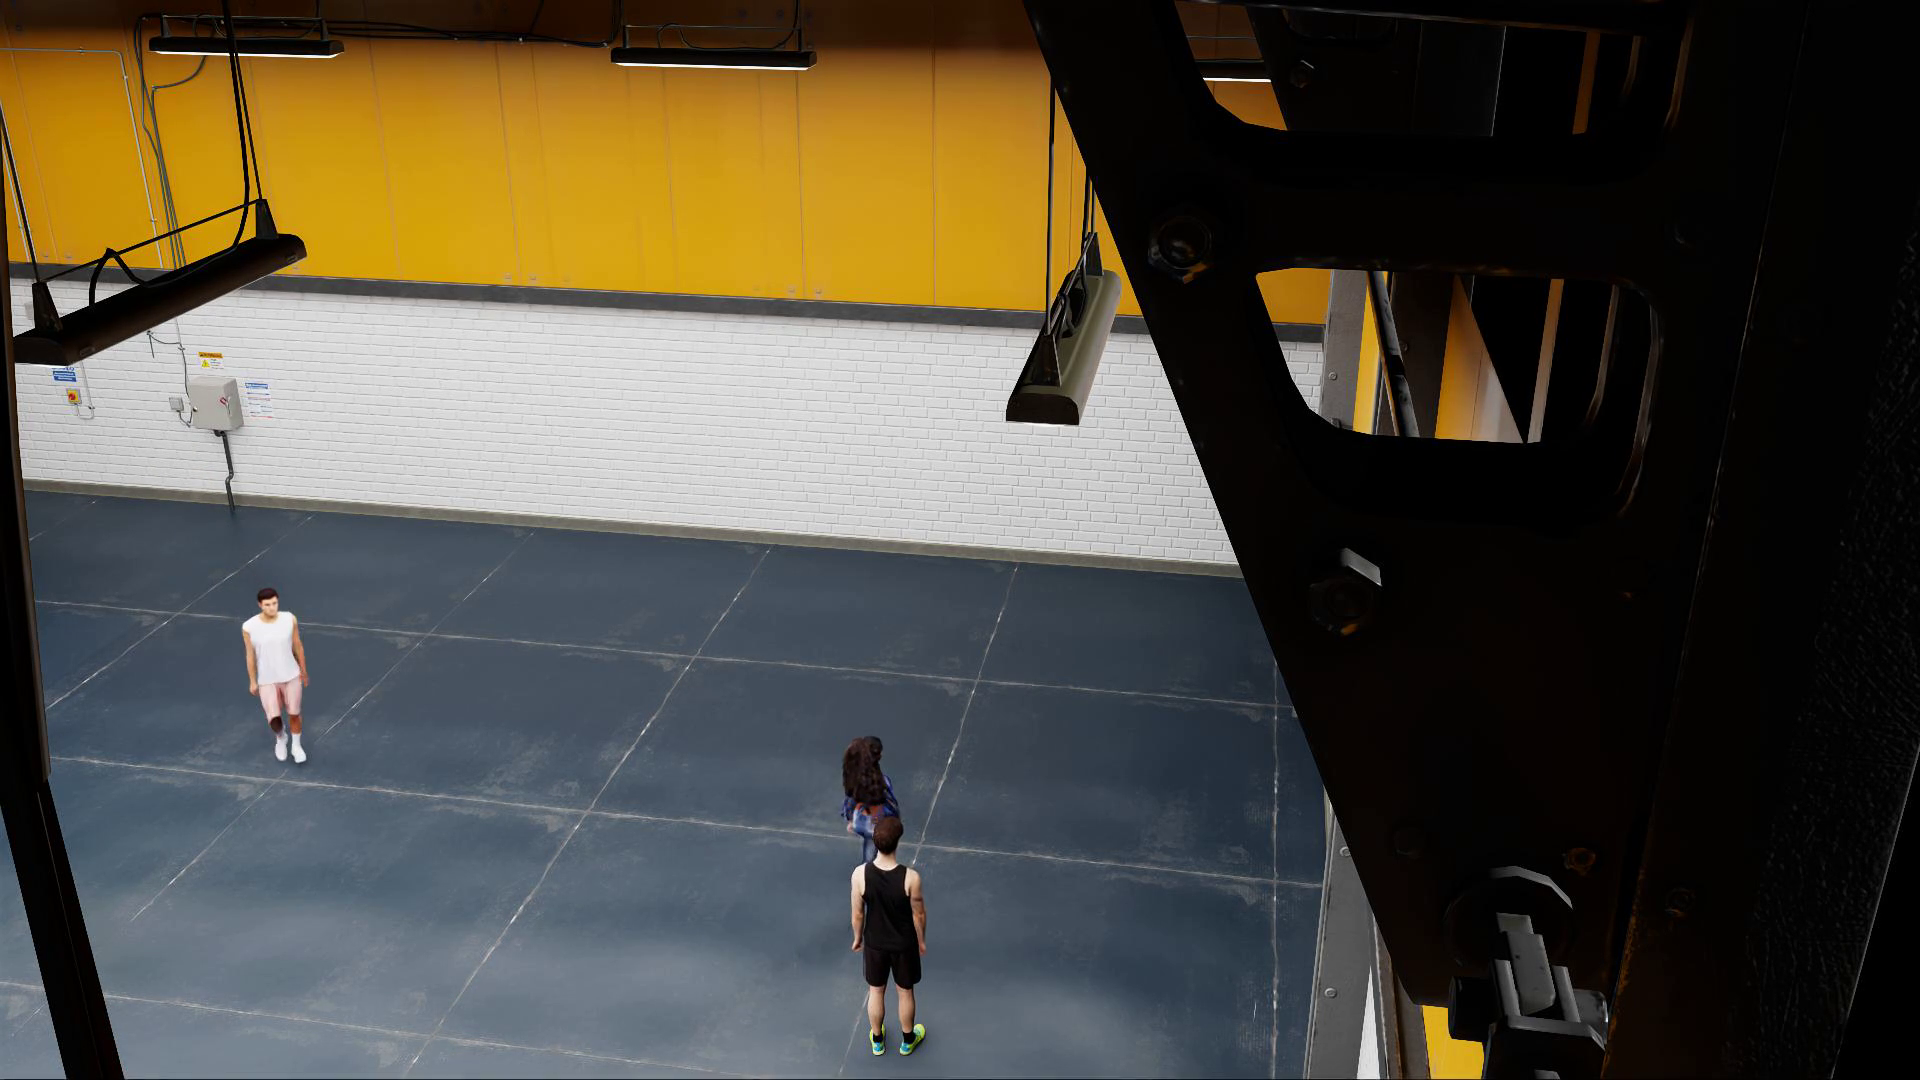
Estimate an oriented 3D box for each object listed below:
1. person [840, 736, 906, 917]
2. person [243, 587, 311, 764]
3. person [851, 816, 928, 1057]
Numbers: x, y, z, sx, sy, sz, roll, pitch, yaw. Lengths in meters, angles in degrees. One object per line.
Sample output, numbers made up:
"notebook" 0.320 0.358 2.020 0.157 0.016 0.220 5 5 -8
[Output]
"person" -0.746 2.280 13.007 0.807 1.602 0.883 20 31 39
"person" -6.258 1.205 15.253 0.819 1.773 0.869 -12 26 -25
"person" -0.486 2.763 11.540 0.689 1.892 0.587 3 24 6
